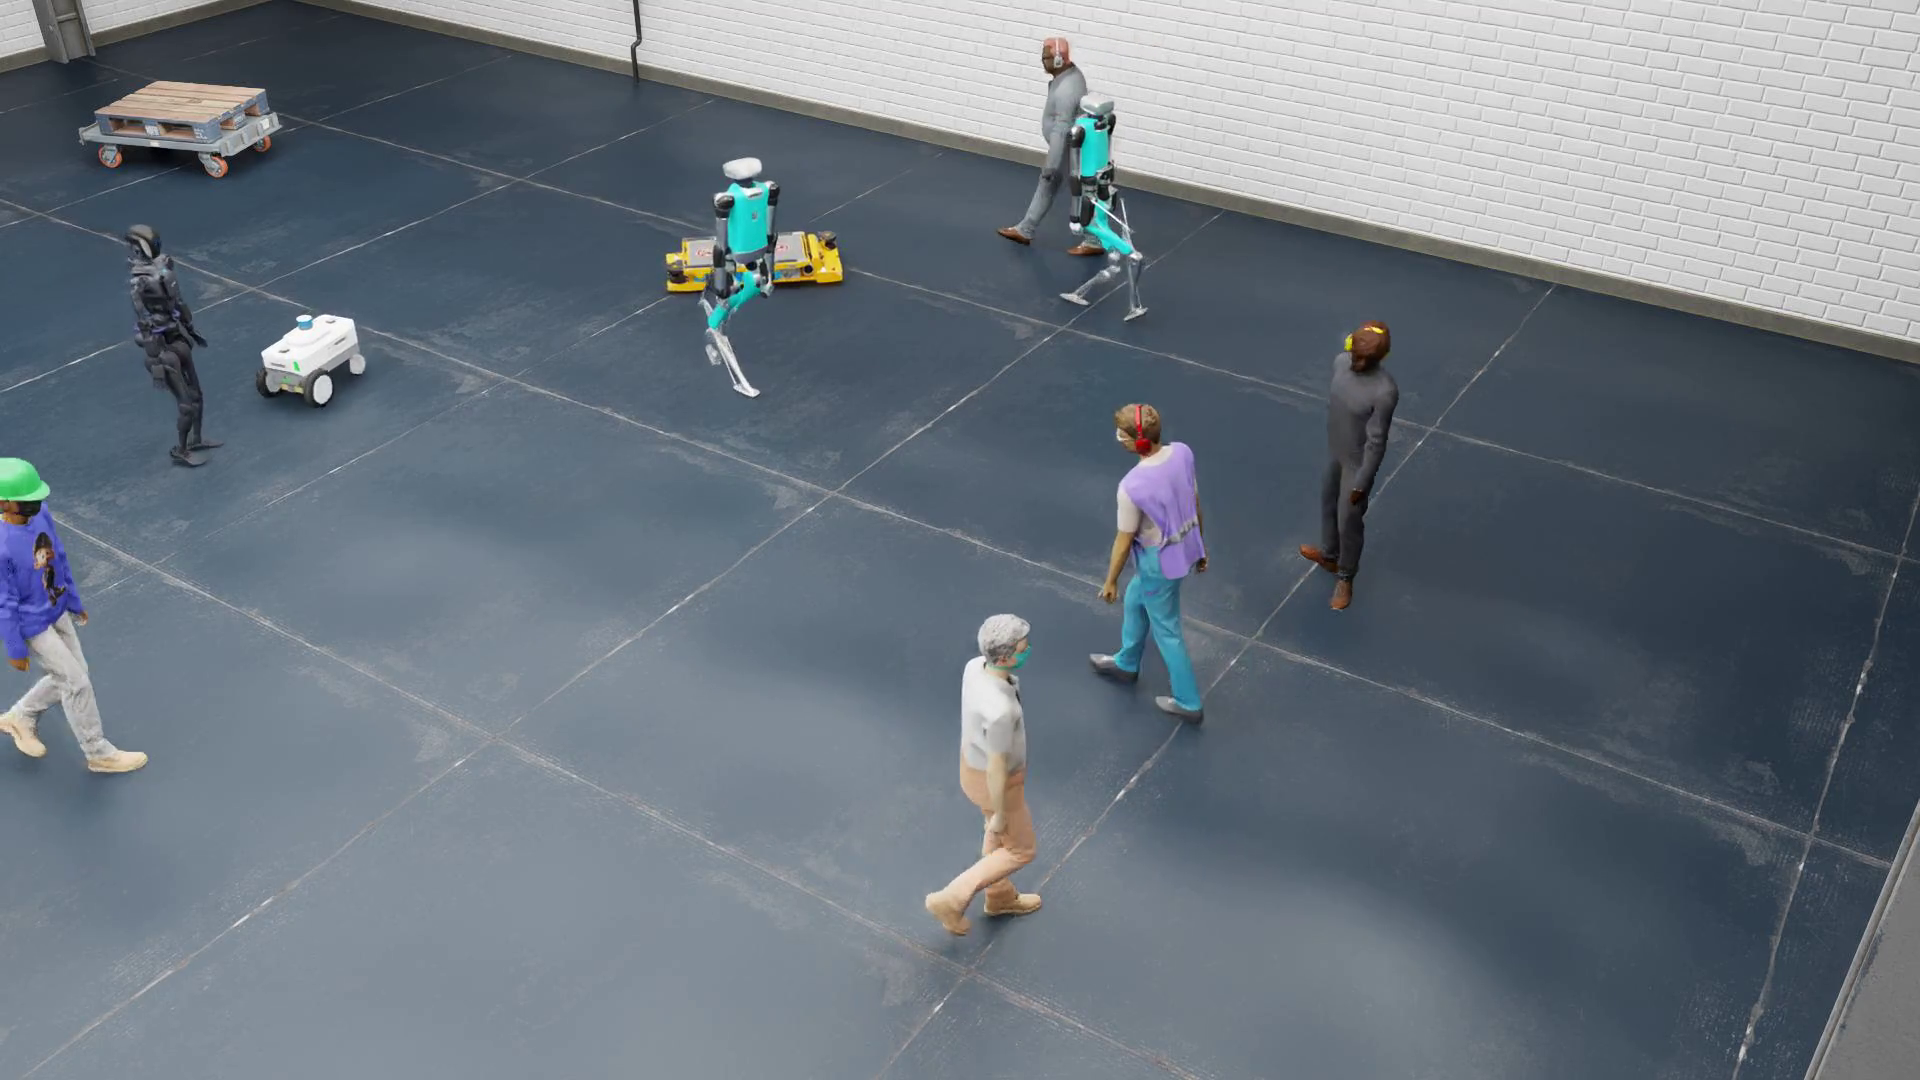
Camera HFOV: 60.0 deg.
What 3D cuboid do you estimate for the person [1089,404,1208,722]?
[{"bbox_3d":[0.990,0.111,8.668,0.868,1.795,0.585,20,38,28],"label":"person"}]

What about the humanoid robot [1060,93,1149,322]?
[{"bbox_3d":[1.237,-2.502,12.837,1.018,1.784,0.532,23,39,31],"label":"humanoid robot"}]

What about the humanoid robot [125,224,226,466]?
[{"bbox_3d":[-5.212,-1.305,10.985,0.323,1.654,0.612,1,33,2],"label":"humanoid robot"}]

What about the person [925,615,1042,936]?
[{"bbox_3d":[0.123,1.043,7.282,0.486,1.734,0.477,-7,33,-11],"label":"person"}]

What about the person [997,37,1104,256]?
[{"bbox_3d":[0.772,-3.244,13.833,1.012,1.850,0.663,1,33,2],"label":"person"}]

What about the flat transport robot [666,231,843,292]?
[{"bbox_3d":[-1.723,-2.321,13.867,1.431,0.231,0.659,-5,33,-8],"label":"flat transport robot"}]

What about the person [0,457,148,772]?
[{"bbox_3d":[-4.606,0.385,8.210,0.680,1.840,0.474,0,33,0],"label":"person"}]

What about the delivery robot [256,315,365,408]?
[{"bbox_3d":[-4.710,-1.321,12.064,0.499,0.614,0.815,11,34,17],"label":"delivery robot"}]

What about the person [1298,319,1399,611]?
[{"bbox_3d":[2.207,-0.503,9.586,0.388,1.844,0.717,-13,35,-19],"label":"person"}]

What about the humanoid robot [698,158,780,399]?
[{"bbox_3d":[-1.698,-1.927,11.946,0.567,1.818,0.898,-26,41,-34],"label":"humanoid robot"}]
